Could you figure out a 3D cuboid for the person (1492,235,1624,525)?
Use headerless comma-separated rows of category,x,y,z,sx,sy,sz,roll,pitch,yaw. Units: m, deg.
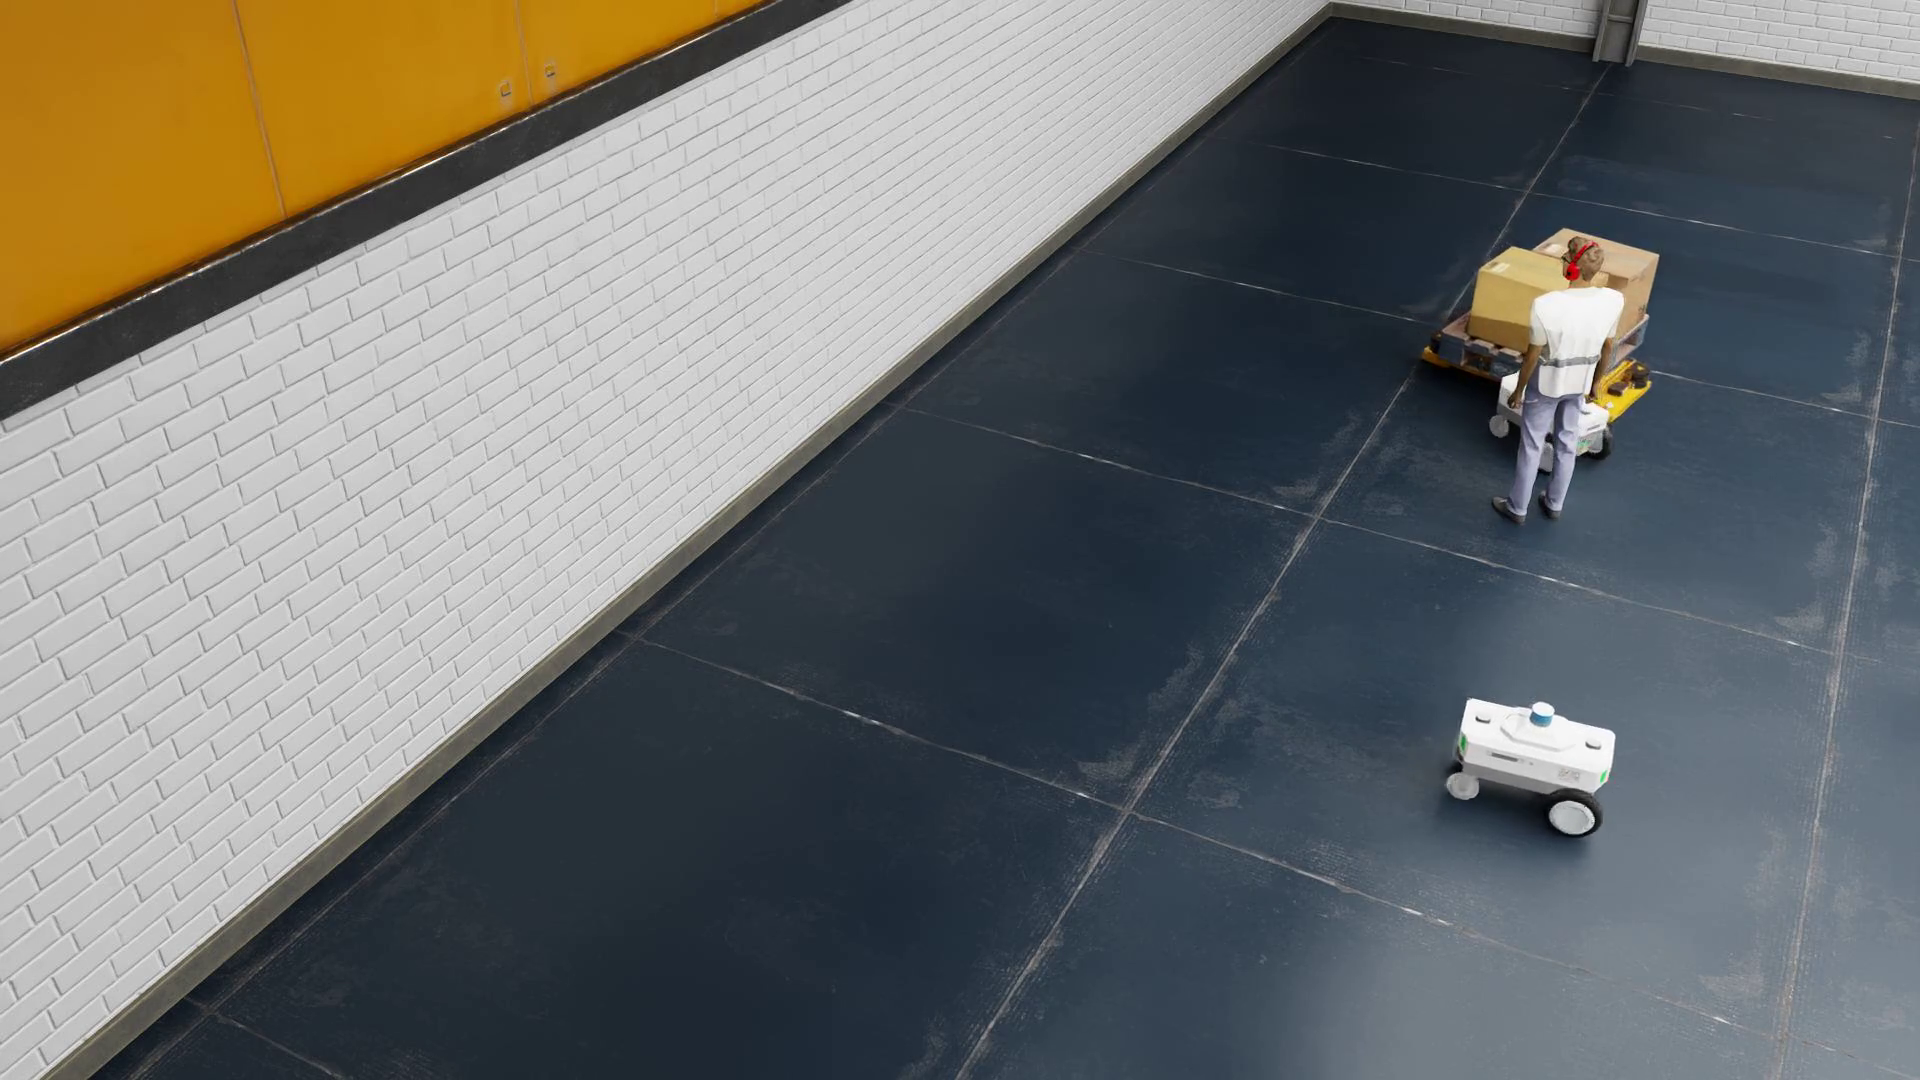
person,3.575,-0.919,9.928,0.568,1.847,0.378,-6,34,-9

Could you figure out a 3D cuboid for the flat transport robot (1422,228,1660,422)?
flat transport robot,4.104,-1.253,11.841,1.431,0.231,0.659,26,42,33

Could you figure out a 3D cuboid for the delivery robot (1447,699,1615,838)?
delivery robot,2.814,1.052,8.136,0.747,0.572,0.499,13,36,18

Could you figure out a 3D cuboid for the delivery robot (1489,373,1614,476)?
delivery robot,3.885,-0.813,10.925,0.499,0.589,0.784,-17,38,-24
